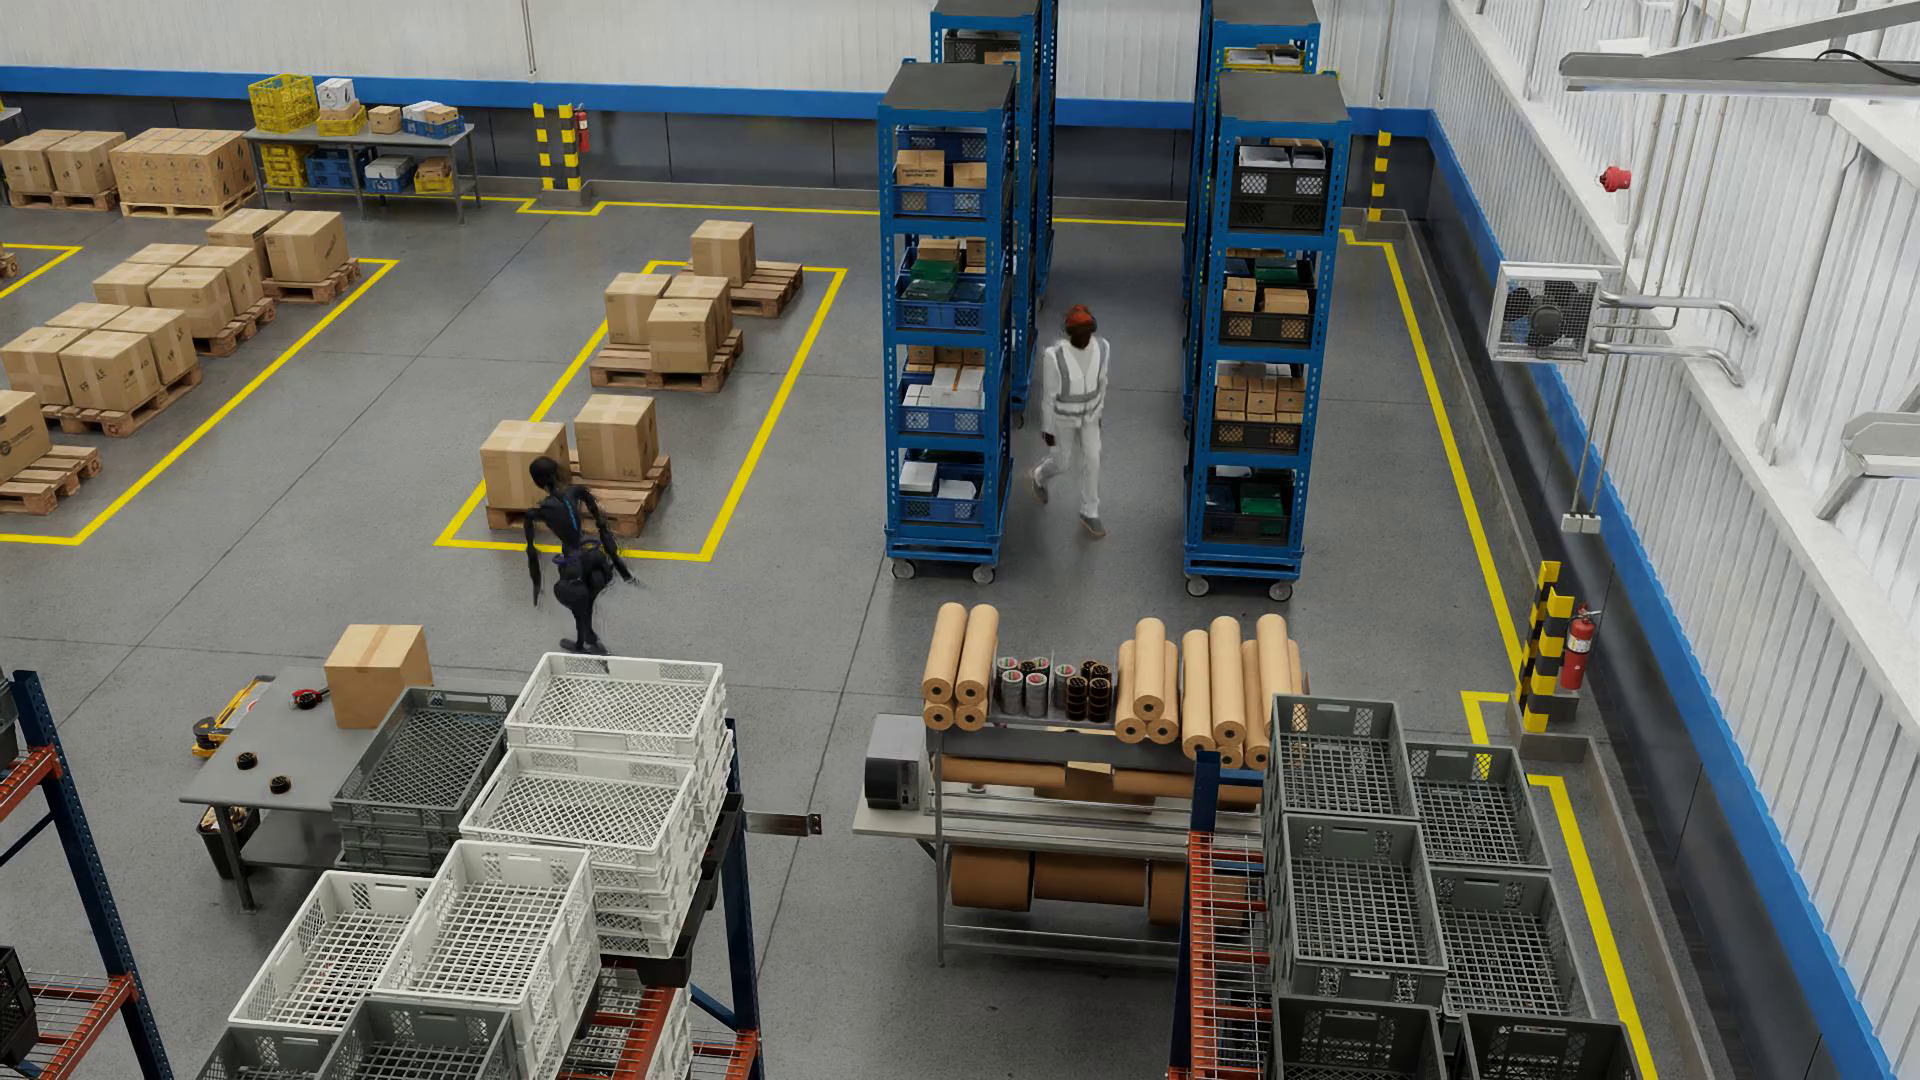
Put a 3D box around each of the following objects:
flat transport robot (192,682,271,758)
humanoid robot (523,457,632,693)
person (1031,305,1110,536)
[{"bbox_3d":[-4.089,1.163,10.648,1.431,0.197,0.652,3,30,6],"label":"flat transport robot"},{"bbox_3d":[-2.486,0.221,10.975,0.795,1.617,0.625,22,37,33],"label":"humanoid robot"},{"bbox_3d":[0.846,-0.975,12.765,0.592,1.864,0.748,-13,33,-21],"label":"person"}]
